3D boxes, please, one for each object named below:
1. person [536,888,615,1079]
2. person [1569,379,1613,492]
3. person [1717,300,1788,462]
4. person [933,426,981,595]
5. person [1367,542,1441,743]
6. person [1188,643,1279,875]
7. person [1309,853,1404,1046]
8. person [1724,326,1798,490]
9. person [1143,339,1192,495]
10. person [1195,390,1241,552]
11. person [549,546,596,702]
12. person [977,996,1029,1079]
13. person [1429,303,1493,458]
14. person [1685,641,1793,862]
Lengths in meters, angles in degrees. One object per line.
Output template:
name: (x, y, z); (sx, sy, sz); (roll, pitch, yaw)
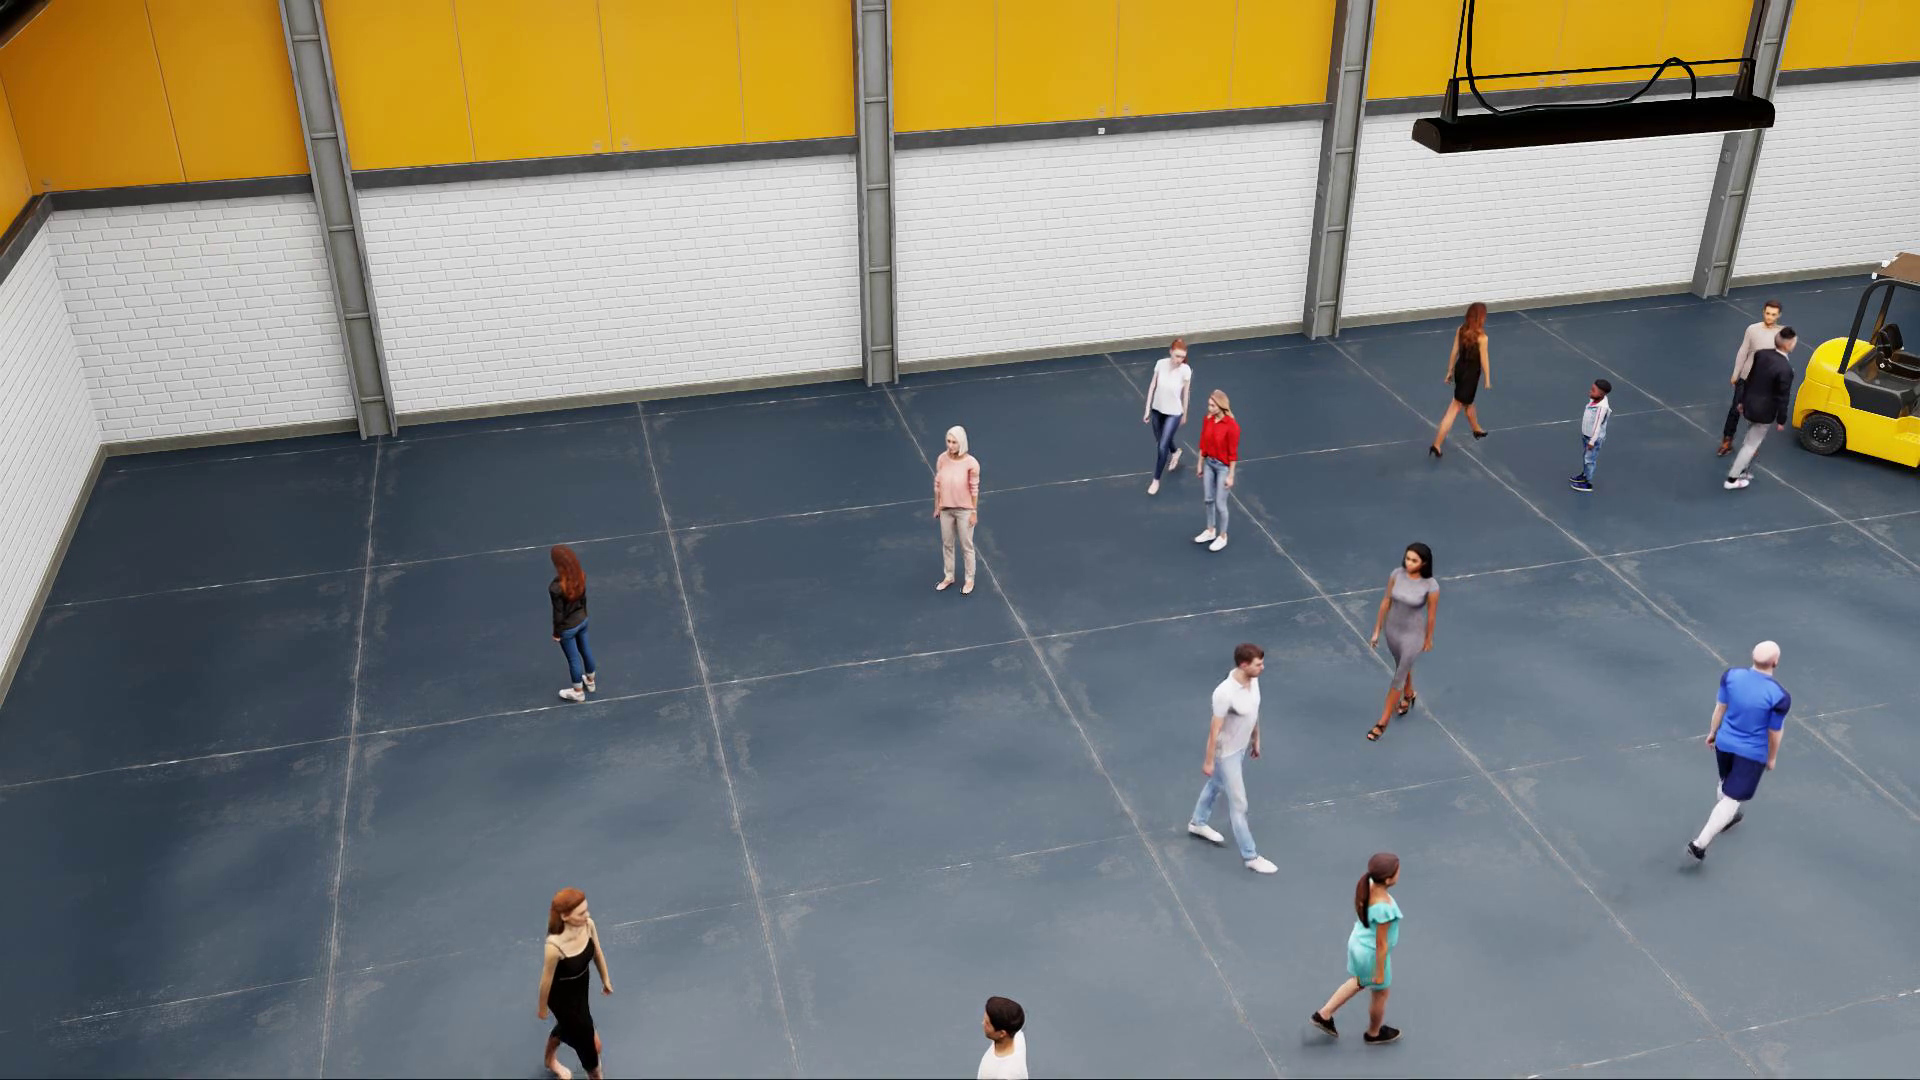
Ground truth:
person: (-2.502, 2.799, 10.346); (1.022, 1.590, 0.926); (16, 32, 26)
person: (6.837, -1.147, 17.928); (0.571, 1.258, 0.535); (3, 29, 6)
person: (8.856, -1.793, 18.478); (0.723, 1.865, 0.800); (13, 31, 23)
person: (-0.023, -0.308, 15.901); (0.666, 1.727, 0.745); (12, 31, 22)
person: (3.759, 0.782, 13.886); (1.148, 1.741, 0.940); (-25, 38, -38)
person: (1.936, 1.539, 12.418); (1.124, 1.818, 1.114); (20, 34, 32)
person: (2.578, 2.640, 10.679); (0.875, 1.550, 0.595); (-4, 29, -8)
person: (8.434, -1.386, 17.668); (0.644, 1.927, 0.711); (-8, 30, -14)
person: (2.266, -1.380, 17.892); (1.035, 1.701, 1.122); (19, 34, 31)
person: (2.596, -0.714, 16.678); (0.688, 1.695, 0.707); (-24, 37, -37)
person: (-3.335, 0.700, 14.305); (0.691, 1.485, 0.636); (14, 32, 24)
person: (0.244, 3.249, 9.384); (0.632, 1.722, 0.685); (1, 29, 2)
person: (5.519, -1.708, 18.400); (1.195, 1.791, 0.815); (-16, 33, -27)
person: (5.760, 1.581, 12.347); (1.243, 1.814, 0.942); (-18, 34, -30)
